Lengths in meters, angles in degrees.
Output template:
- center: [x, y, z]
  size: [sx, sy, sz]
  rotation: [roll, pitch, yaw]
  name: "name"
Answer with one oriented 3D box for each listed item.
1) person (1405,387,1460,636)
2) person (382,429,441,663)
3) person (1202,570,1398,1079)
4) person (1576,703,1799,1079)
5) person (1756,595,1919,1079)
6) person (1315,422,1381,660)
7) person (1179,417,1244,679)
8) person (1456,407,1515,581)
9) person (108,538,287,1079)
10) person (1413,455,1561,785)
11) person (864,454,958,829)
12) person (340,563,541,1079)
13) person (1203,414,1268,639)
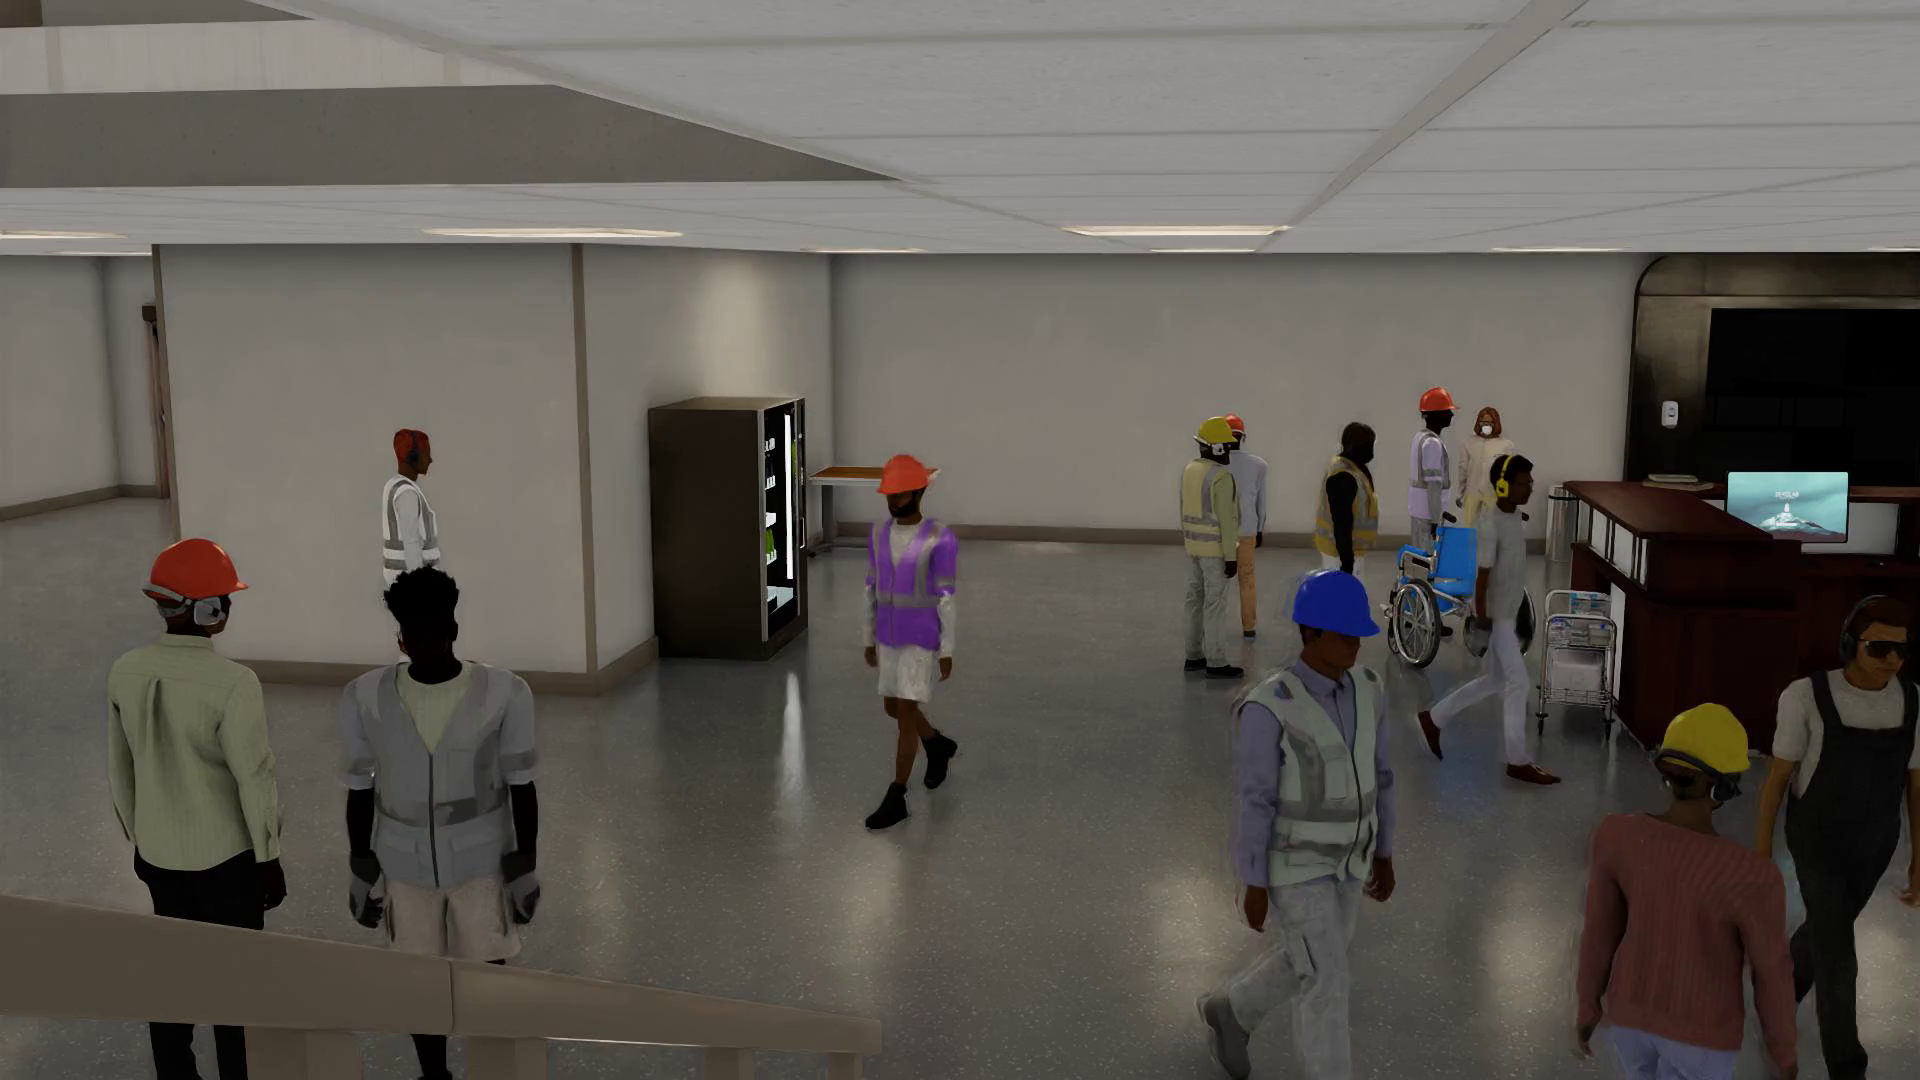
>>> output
- center: [3.696, -0.225, 13.034]
  size: [0.354, 1.942, 0.545]
  rotation: [1, 9, 3]
  name: "person"
- center: [-3.376, 0.247, 10.331]
  size: [0.385, 1.880, 0.577]
  rotation: [-4, 10, -23]
  name: "person"
- center: [1.125, 1.018, 5.474]
  size: [0.612, 1.920, 0.890]
  rotation: [-7, 11, -36]
  name: "person"
- center: [1.935, 1.280, 4.443]
  size: [0.886, 1.720, 0.530]
  rotation: [-6, 11, -33]
  name: "person"
- center: [3.019, 1.037, 5.738]
  size: [0.518, 1.794, 1.008]
  rotation: [0, 9, 1]
  name: "person"
- center: [2.713, 0.064, 11.696]
  size: [0.458, 1.804, 0.656]
  rotation: [4, 10, 23]
  name: "person"
- center: [1.770, 0.054, 11.653]
  size: [0.404, 1.833, 0.590]
  rotation: [-4, 10, -24]
  name: "person"
- center: [4.753, -0.395, 15.074]
  size: [0.504, 1.627, 0.285]
  rotation: [5, 11, 30]
  name: "person"
- center: [-2.453, 0.982, 5.422]
  size: [0.625, 1.992, 0.388]
  rotation: [4, 10, 21]
  name: "person"
- center: [2.999, 0.421, 9.374]
  size: [0.803, 1.845, 0.518]
  rotation: [5, 11, 30]
  name: "person"
- center: [-0.244, 0.489, 8.738]
  size: [0.559, 1.912, 0.864]
  rotation: [7, 11, 36]
  name: "person"
- center: [-1.645, 1.030, 5.300]
  size: [0.615, 1.945, 0.441]
  rotation: [-1, 9, -7]
  name: "person"
- center: [2.096, -0.104, 12.915]
  size: [0.559, 1.743, 0.365]
  rotation: [0, 9, 1]
  name: "person"
